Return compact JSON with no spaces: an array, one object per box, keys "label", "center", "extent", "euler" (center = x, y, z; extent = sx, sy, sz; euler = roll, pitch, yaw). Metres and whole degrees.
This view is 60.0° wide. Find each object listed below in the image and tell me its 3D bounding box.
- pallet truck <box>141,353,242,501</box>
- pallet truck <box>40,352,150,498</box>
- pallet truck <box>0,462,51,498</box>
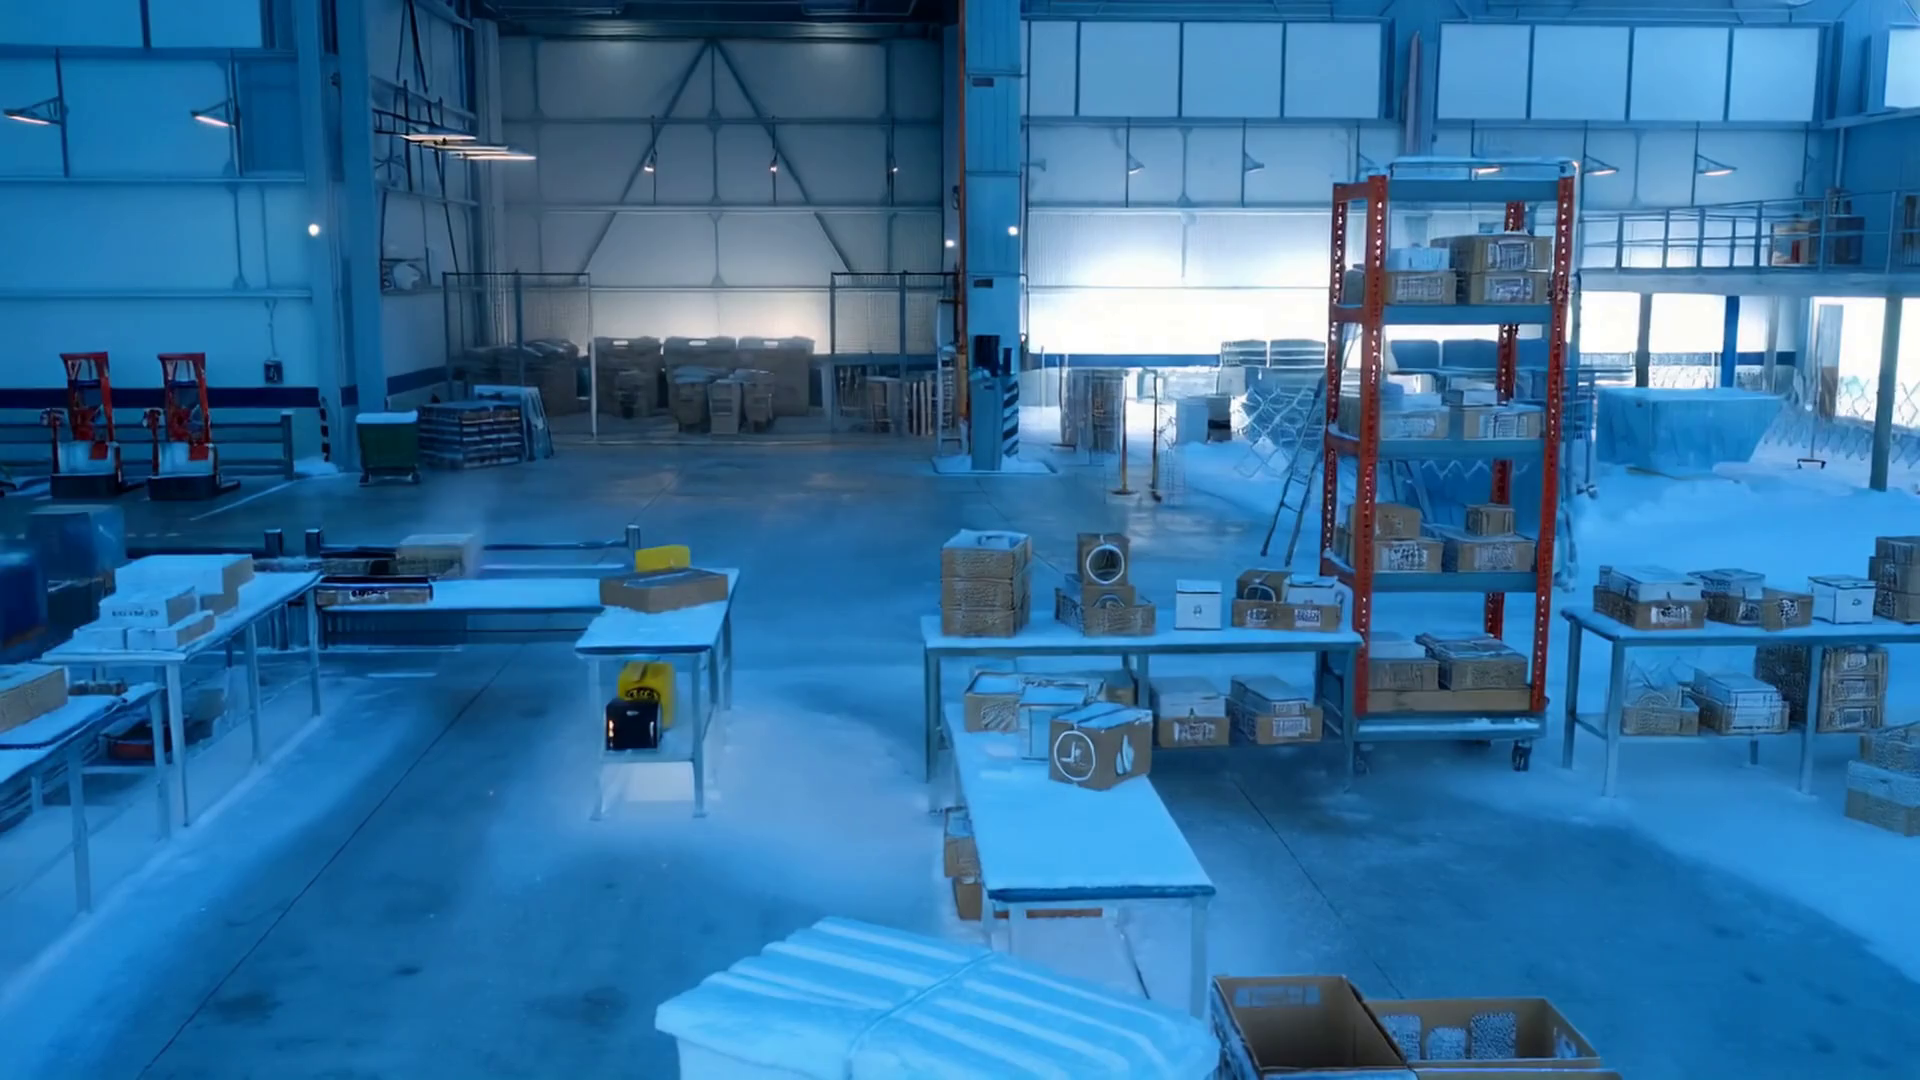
[{"label":"pallet truck","center":[-10.520,-1.604,22.925],"extent":[0.823,1.965,1.885],"euler":[-1,9,-6]},{"label":"pallet truck","center":[-11.907,-1.642,23.165],"extent":[0.823,1.965,1.885],"euler":[0,9,0]},{"label":"pallet truck","center":[-13.193,-1.293,23.148],"extent":[0.653,1.274,1.630],"euler":[-1,9,-4]}]
